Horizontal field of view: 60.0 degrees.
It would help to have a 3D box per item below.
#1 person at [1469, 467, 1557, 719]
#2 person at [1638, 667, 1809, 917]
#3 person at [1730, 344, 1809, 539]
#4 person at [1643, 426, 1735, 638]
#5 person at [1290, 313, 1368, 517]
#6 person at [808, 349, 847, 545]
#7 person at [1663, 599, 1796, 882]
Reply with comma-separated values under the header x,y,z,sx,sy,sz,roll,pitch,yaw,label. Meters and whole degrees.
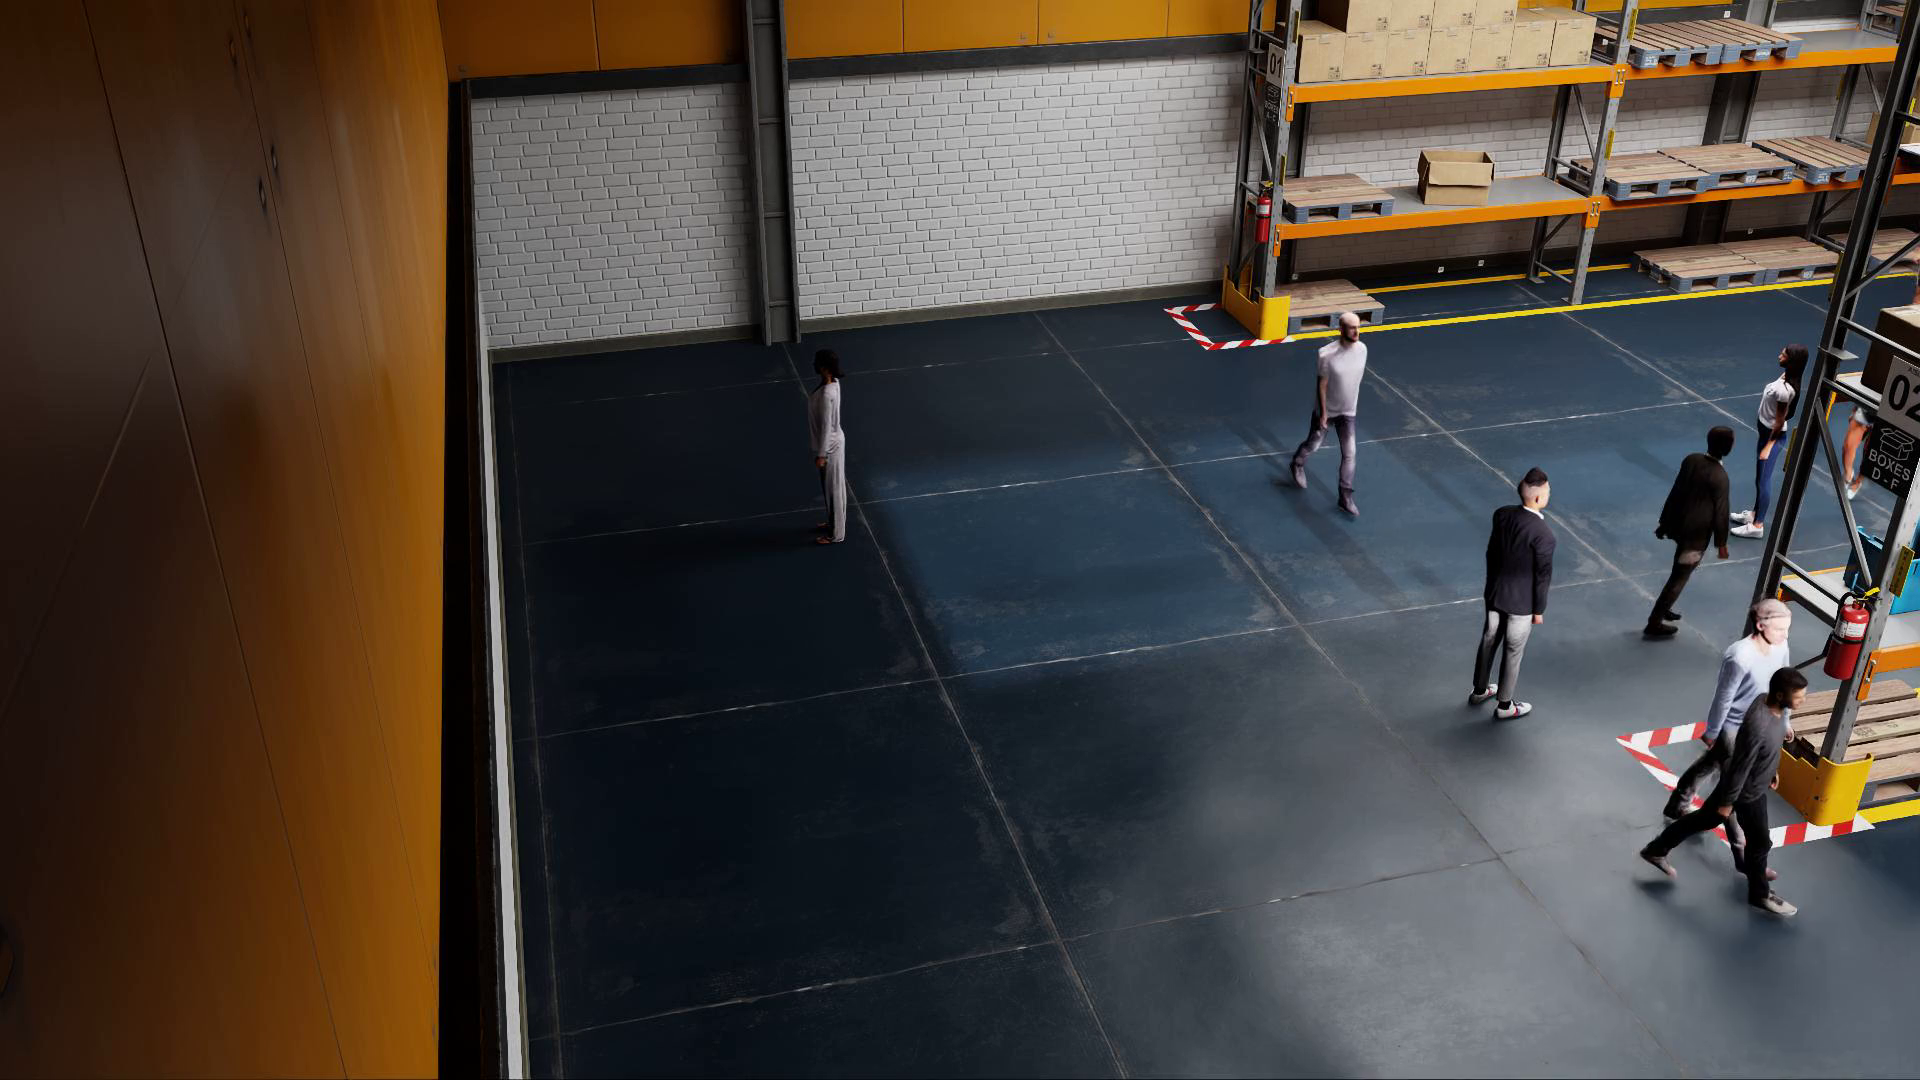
x,y,z,sx,sy,sz,roll,pitch,yaw,label
3.958,0.359,11.910,0.687,1.959,0.755,-15,32,-25,person
4.679,1.465,10.119,1.223,1.733,1.148,13,31,22,person
7.003,-0.861,14.339,0.705,1.775,0.663,13,31,22,person
5.524,-0.025,12.803,0.717,1.779,0.703,-3,29,-6,person
3.306,-1.197,14.913,1.124,1.814,0.734,-9,30,-15,person
-1.113,-0.815,14.256,0.635,1.774,0.653,1,29,3,person
4.852,1.149,10.577,1.165,1.849,0.985,-18,34,-30,person
